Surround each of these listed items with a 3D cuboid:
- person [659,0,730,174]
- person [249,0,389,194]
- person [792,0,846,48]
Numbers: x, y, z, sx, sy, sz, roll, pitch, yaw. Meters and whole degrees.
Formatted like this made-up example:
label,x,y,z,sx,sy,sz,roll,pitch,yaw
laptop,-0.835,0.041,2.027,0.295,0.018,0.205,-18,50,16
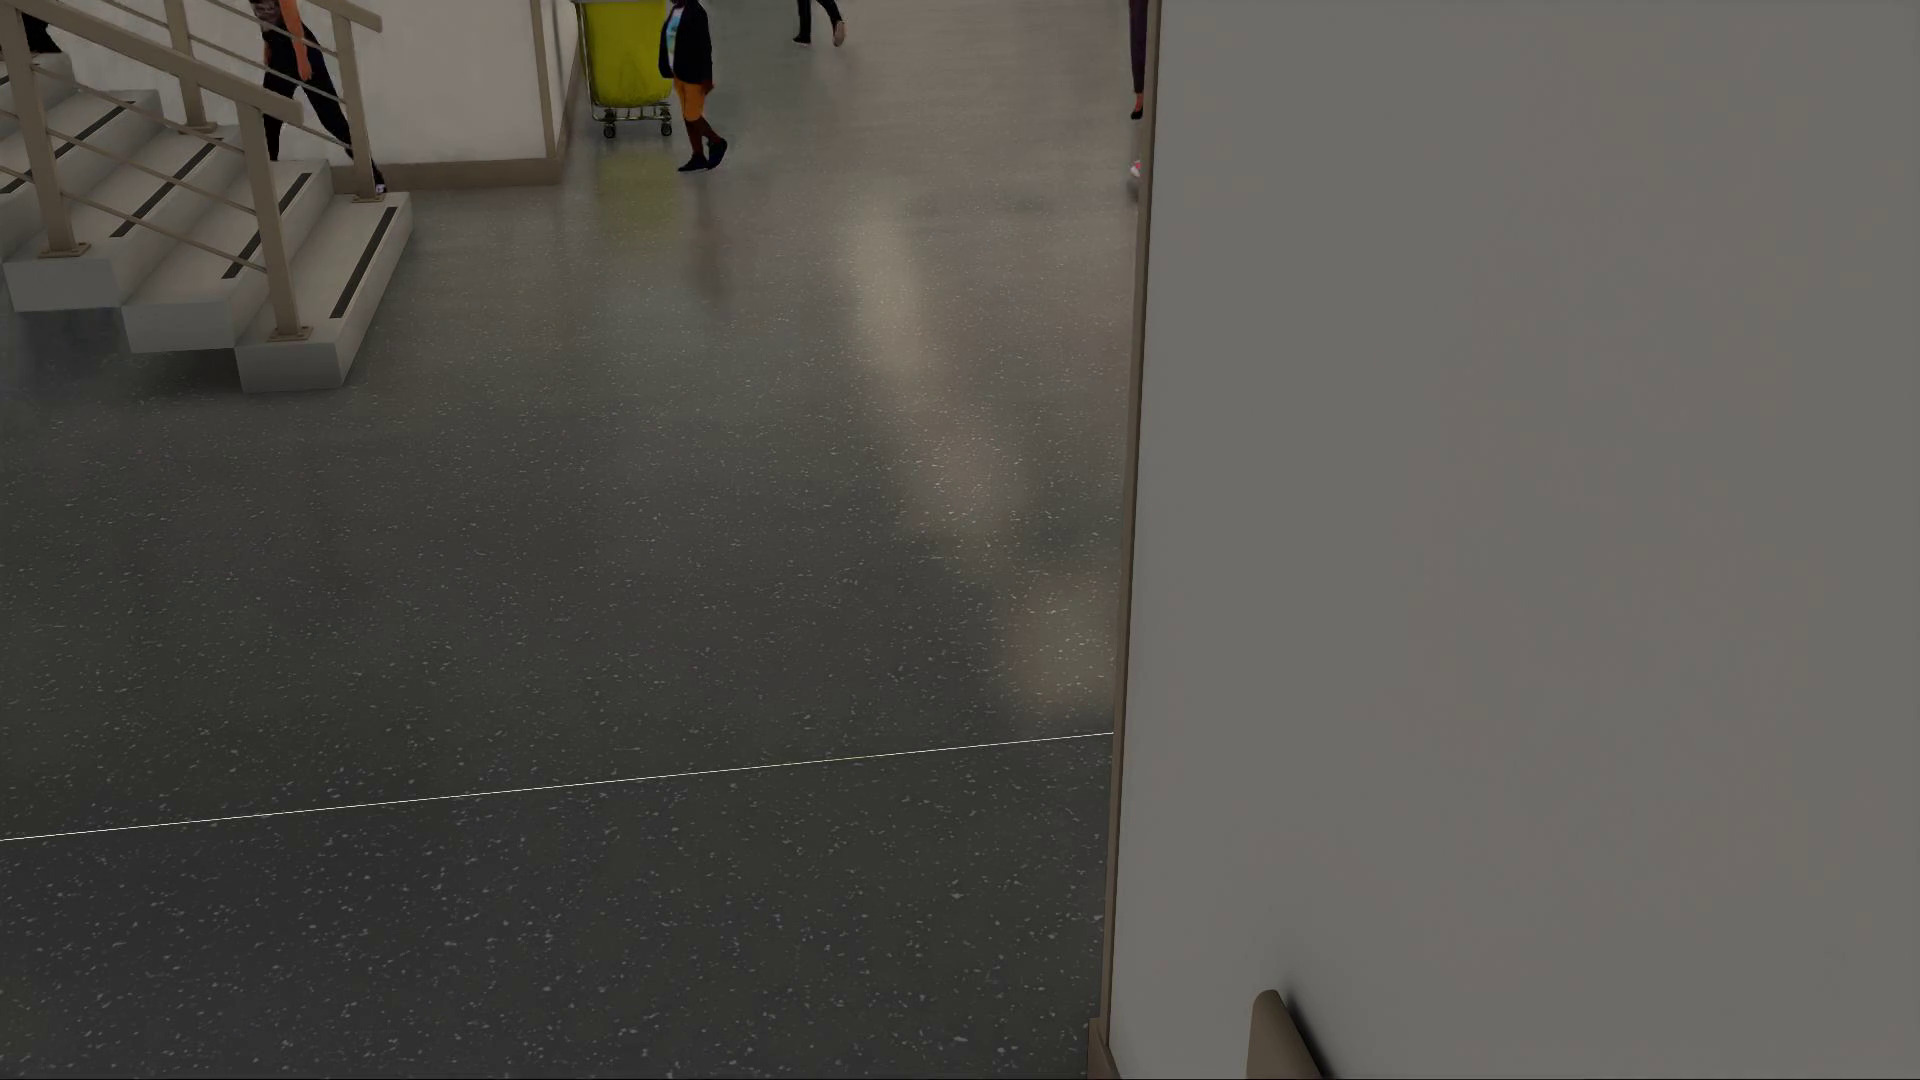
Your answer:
label,x,y,z,sx,sy,sz,roll,pitch,yaw
person,-1.605,-2.895,10.245,0.719,1.260,0.655,-21,33,-36
person,-3.561,-2.625,9.162,1.195,1.713,0.733,-8,27,-16
person,-1.231,-4.966,14.325,0.912,1.446,0.879,-21,33,-37
